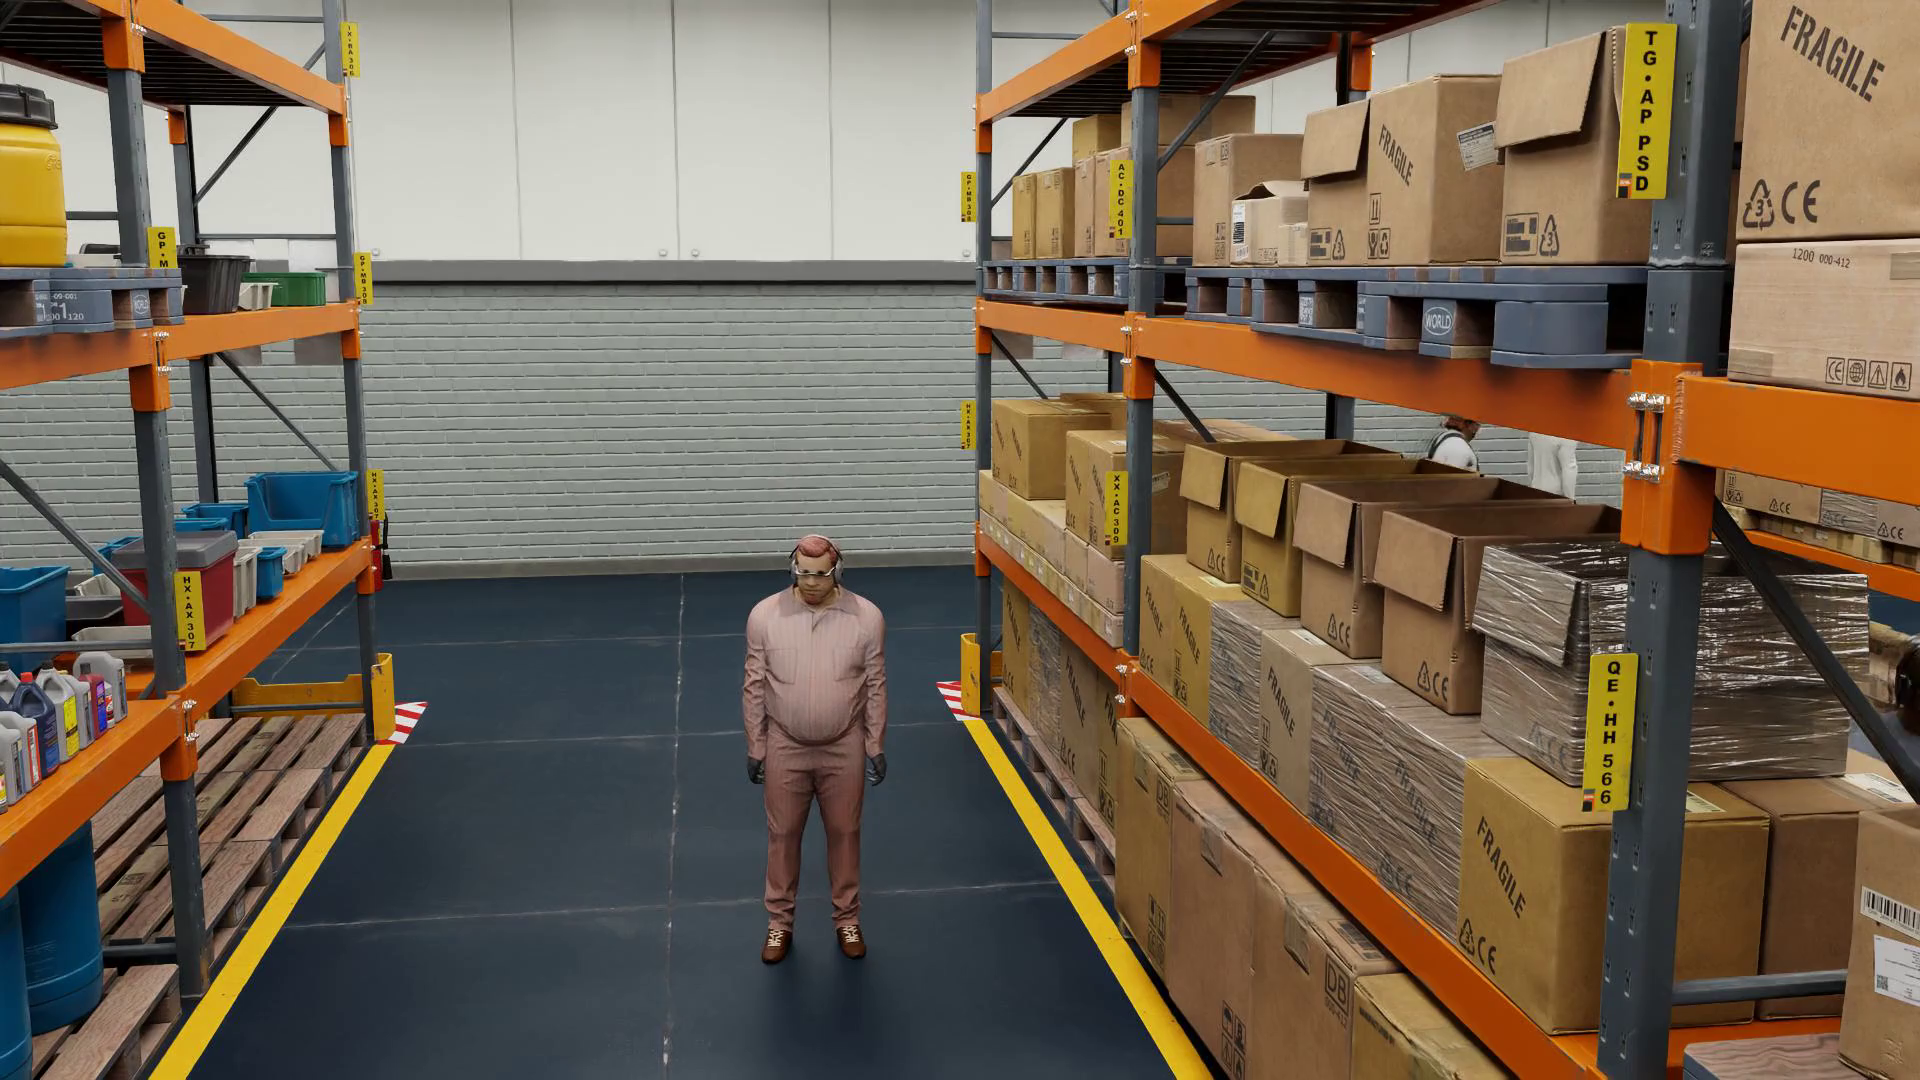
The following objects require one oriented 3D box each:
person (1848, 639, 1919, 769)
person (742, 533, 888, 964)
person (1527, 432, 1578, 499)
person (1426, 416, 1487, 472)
[{"bbox_3d":[3.070,1.248,5.253,0.655,1.888,0.985,-1,9,-6],"label":"person"},{"bbox_3d":[-0.632,0.911,7.311,0.639,1.902,0.407,-1,9,-6],"label":"person"},{"bbox_3d":[5.469,-0.412,15.351,0.366,1.938,0.630,-2,9,-13],"label":"person"},{"bbox_3d":[4.160,-0.254,14.066,0.930,2.000,0.711,0,9,-1],"label":"person"}]
